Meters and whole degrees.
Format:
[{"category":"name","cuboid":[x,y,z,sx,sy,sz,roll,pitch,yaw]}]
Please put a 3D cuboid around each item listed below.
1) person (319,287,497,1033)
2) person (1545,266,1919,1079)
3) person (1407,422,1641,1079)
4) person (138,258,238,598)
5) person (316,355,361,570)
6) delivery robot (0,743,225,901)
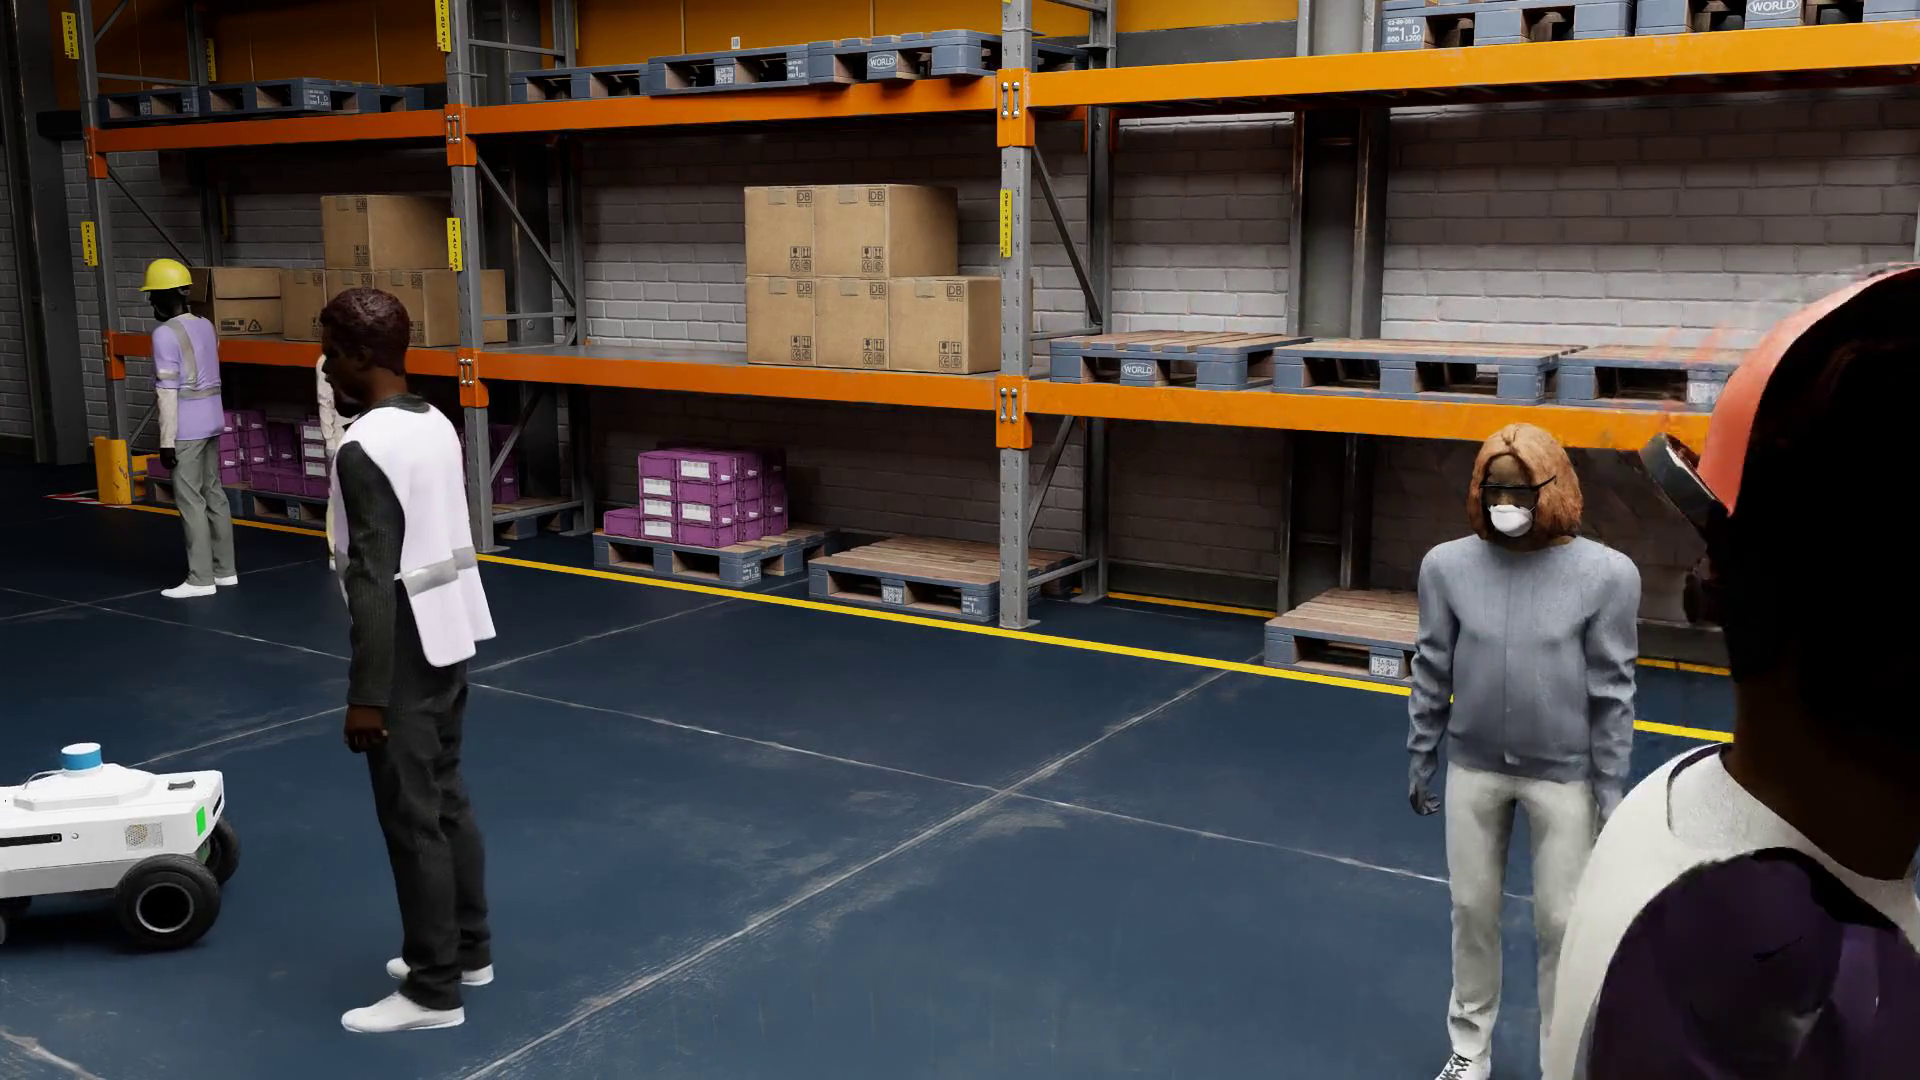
[{"category":"person","cuboid":[-1.417,0.308,4.311,0.399,1.909,0.596,0,10,-1]},{"category":"person","cuboid":[0.532,0.814,1.218,0.892,2.015,0.624,4,11,21]},{"category":"person","cuboid":[1.260,0.541,3.793,0.503,1.623,0.299,7,12,32]},{"category":"person","cuboid":[-4.411,-0.632,9.477,0.396,1.918,0.588,0,10,2]},{"category":"person","cuboid":[-3.719,-0.618,10.213,0.284,1.626,0.495,4,11,23]},{"category":"delivery robot","cuboid":[-2.545,0.837,4.853,0.707,0.478,0.477,-3,11,-15]}]
